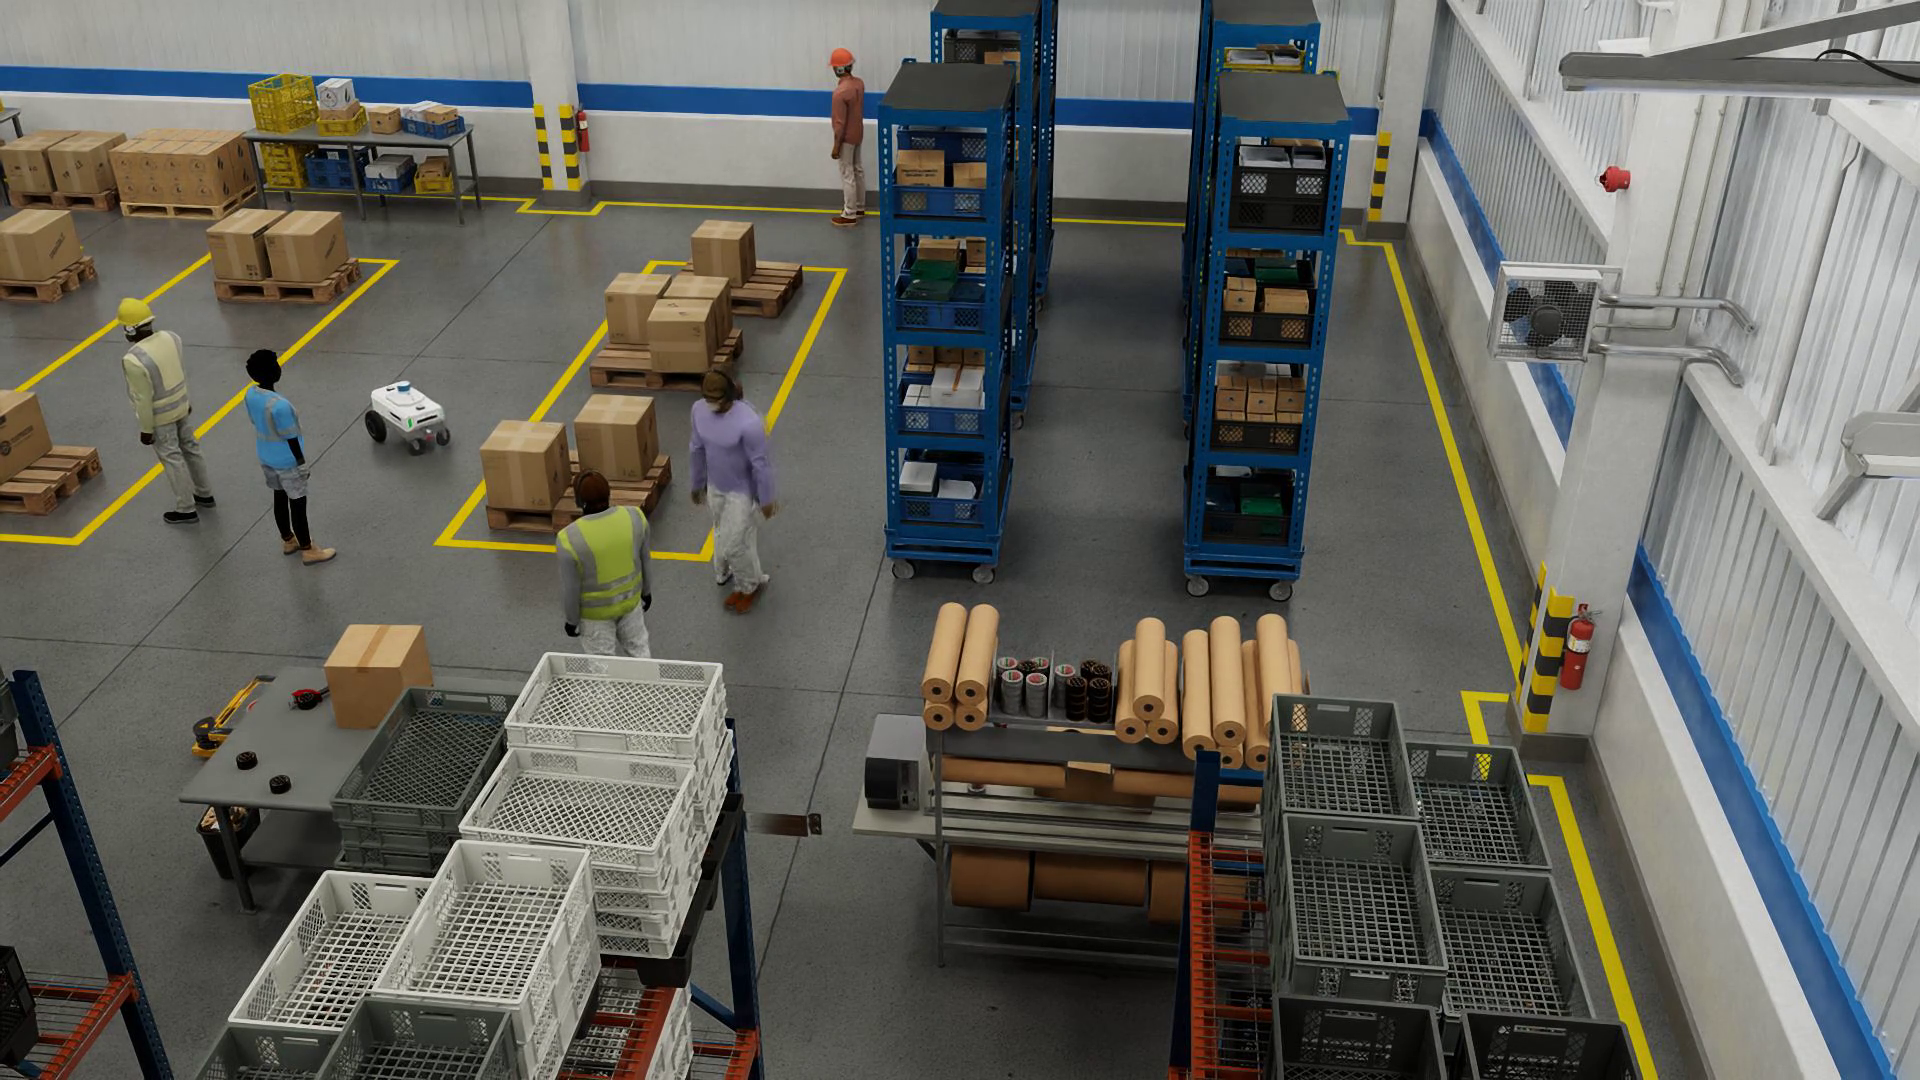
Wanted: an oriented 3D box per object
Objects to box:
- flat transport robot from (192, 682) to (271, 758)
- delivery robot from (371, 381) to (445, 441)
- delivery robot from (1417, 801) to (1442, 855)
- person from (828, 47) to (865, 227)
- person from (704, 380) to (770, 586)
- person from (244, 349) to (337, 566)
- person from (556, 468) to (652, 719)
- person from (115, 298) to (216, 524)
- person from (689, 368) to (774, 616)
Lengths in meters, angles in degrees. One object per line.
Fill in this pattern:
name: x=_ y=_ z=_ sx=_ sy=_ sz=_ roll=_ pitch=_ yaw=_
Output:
flat transport robot: x=-4.089 y=1.163 z=10.648 sx=1.431 sy=0.197 sz=0.652 roll=3 pitch=30 yaw=6
delivery robot: x=-4.713 y=-1.115 z=14.191 sx=0.477 sy=0.478 sz=0.707 roll=-26 pitch=39 yaw=-37
delivery robot: x=2.540 y=1.720 z=9.322 sx=0.477 sy=0.478 sz=0.707 roll=-4 pitch=31 yaw=-8
person: x=-1.272 y=-4.541 z=18.746 sx=0.377 sy=1.995 sz=0.611 roll=11 pitch=32 yaw=18
person: x=-1.636 y=-0.384 z=11.966 sx=0.518 sy=1.633 sz=0.312 roll=13 pitch=33 yaw=21
person: x=-4.995 y=-0.614 z=12.293 sx=0.535 sy=1.697 sz=0.318 roll=23 pitch=37 yaw=34
person: x=-2.213 y=0.388 z=10.431 sx=0.634 sy=1.839 sz=0.429 roll=-23 pitch=37 yaw=-34
person: x=-6.149 y=-0.997 z=12.816 sx=0.403 sy=1.831 sz=0.595 roll=6 pitch=31 yaw=10
person: x=-1.622 y=-0.333 z=11.586 sx=0.647 sy=1.916 sz=0.495 roll=22 pitch=37 yaw=32
